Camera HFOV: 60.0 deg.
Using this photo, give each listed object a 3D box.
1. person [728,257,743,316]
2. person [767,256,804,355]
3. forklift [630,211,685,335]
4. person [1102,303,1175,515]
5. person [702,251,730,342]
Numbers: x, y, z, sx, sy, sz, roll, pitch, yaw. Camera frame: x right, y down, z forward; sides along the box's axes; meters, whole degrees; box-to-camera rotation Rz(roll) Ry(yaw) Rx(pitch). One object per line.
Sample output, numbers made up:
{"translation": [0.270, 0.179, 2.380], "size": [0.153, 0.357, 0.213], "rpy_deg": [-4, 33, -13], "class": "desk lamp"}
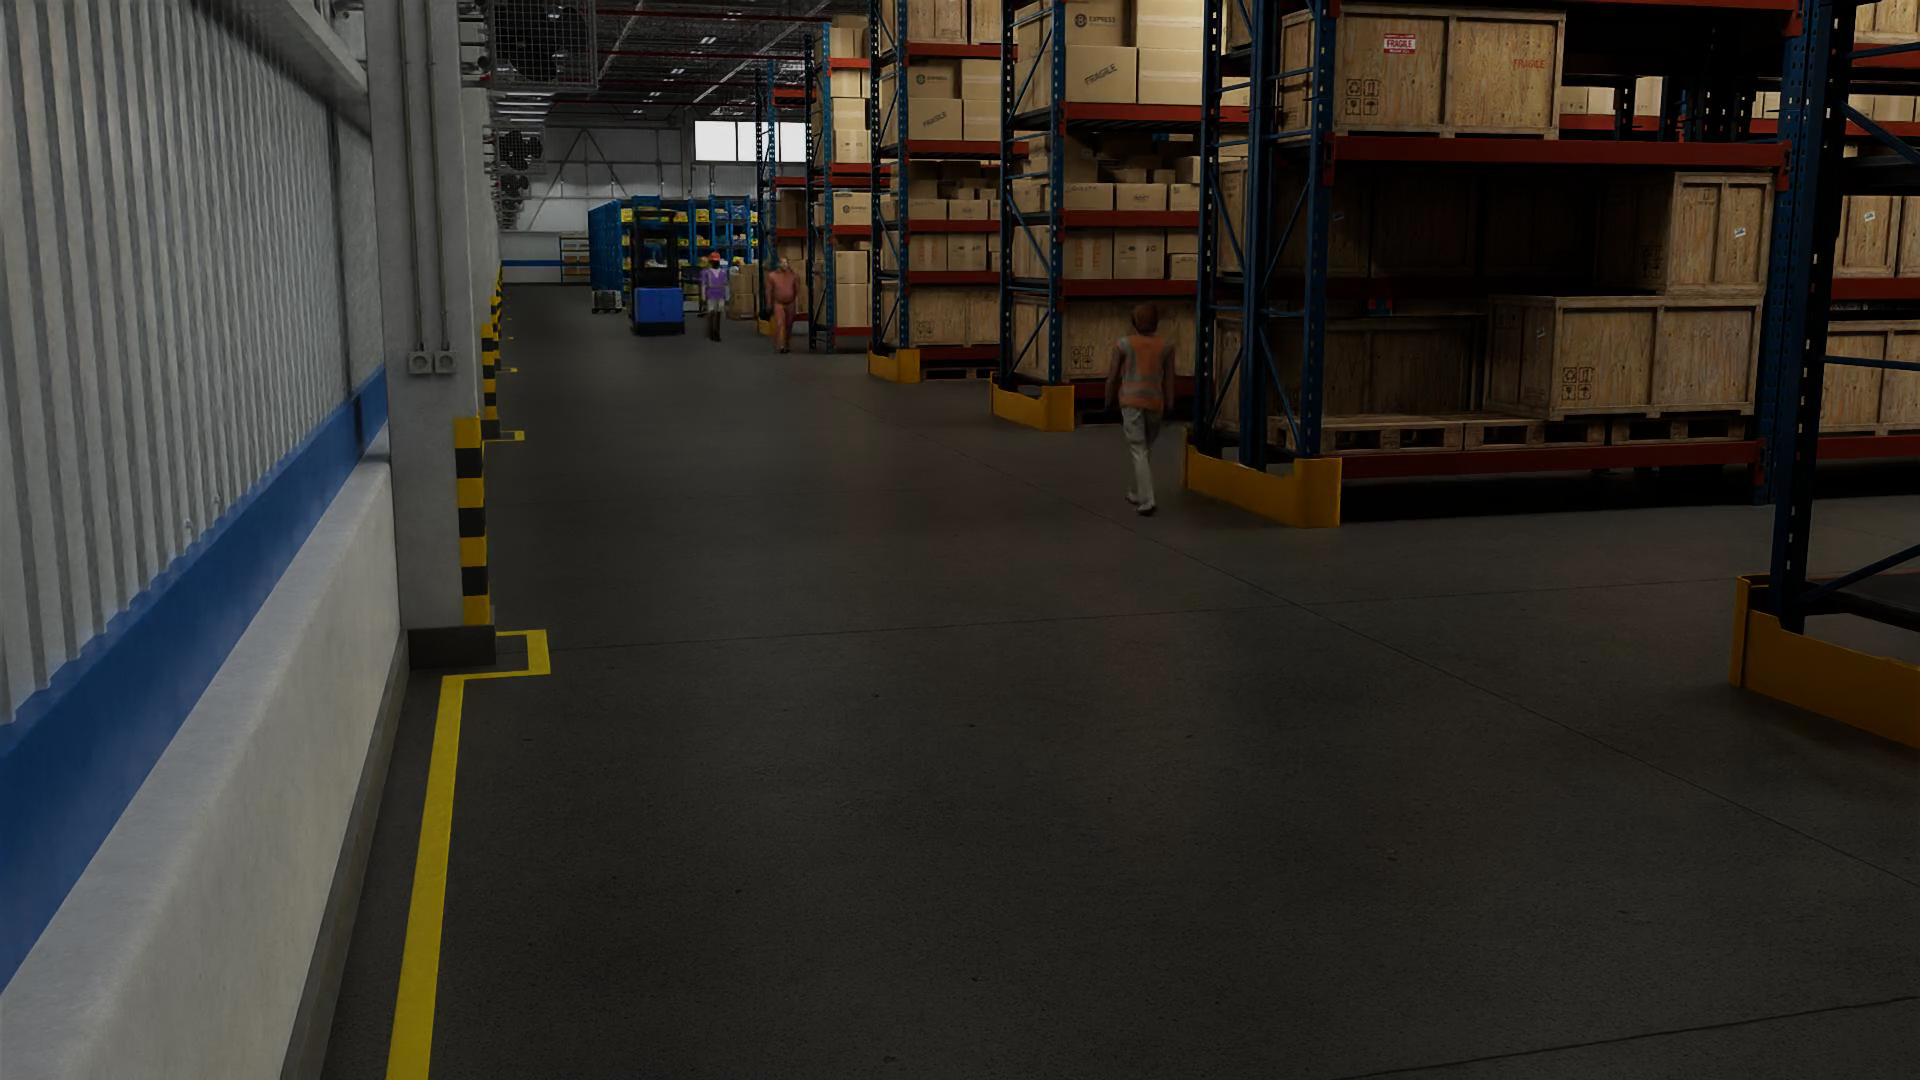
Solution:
{"translation": [-6.487, -7.325, 48.120], "size": [0.499, 1.731, 0.379], "rpy_deg": [8, 13, 37], "class": "person"}
{"translation": [-3.319, -4.470, 31.602], "size": [0.657, 1.860, 1.008], "rpy_deg": [-3, 10, -15], "class": "person"}
{"translation": [-6.952, -6.125, 38.055], "size": [1.129, 2.768, 1.873], "rpy_deg": [-3, 10, -15], "class": "forklift"}
{"translation": [1.394, -1.008, 12.708], "size": [0.519, 1.600, 0.849], "rpy_deg": [-3, 10, -15], "class": "person"}
{"translation": [-5.154, -5.155, 35.276], "size": [0.574, 1.919, 0.527], "rpy_deg": [-6, 11, -29], "class": "person"}
